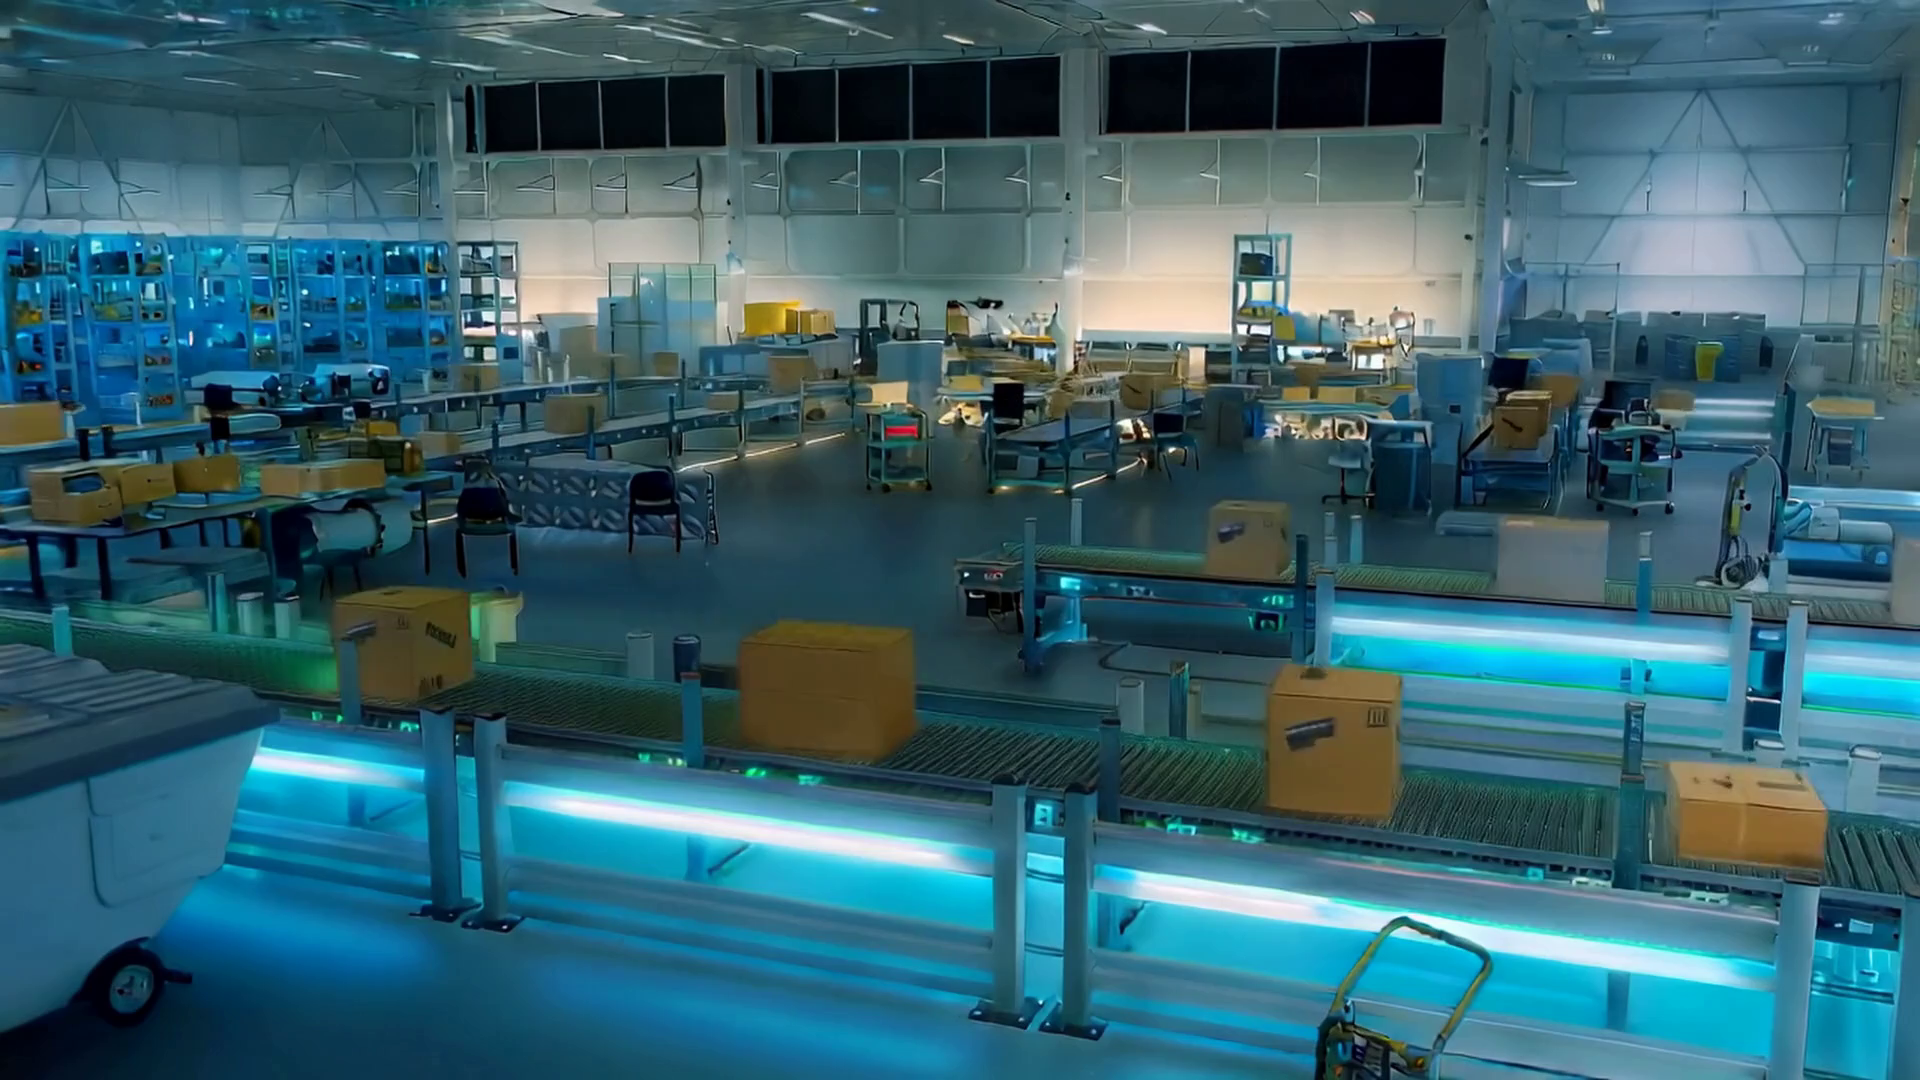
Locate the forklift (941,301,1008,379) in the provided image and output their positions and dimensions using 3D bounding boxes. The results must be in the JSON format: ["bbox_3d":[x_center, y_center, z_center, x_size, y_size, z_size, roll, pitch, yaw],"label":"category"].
[{"bbox_3d":[0.365,-4.966,41.571,1.157,1.987,2.680,3,10,20],"label":"forklift"}]

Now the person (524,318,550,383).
[{"bbox_3d":[-10.089,-4.395,39.692,0.614,1.779,0.931,-3,10,-15],"label":"person"}]

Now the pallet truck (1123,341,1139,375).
[{"bbox_3d":[4.445,-4.380,41.279,0.680,1.201,1.601,4,10,22],"label":"pallet truck"}]

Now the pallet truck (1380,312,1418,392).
[{"bbox_3d":[10.207,-4.283,38.369,0.823,1.965,1.885,3,10,20],"label":"pallet truck"}]

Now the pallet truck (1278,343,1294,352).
[{"bbox_3d":[7.886,-4.163,39.743,0.653,1.274,1.630,4,10,22],"label":"pallet truck"}]

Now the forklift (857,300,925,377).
[{"bbox_3d":[-1.732,-5.109,42.468,1.157,1.987,2.680,4,10,22],"label":"forklift"}]

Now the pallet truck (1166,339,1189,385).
[{"bbox_3d":[5.418,-4.269,40.420,0.704,1.261,1.522,3,10,20],"label":"pallet truck"}]

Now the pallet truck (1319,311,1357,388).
[{"bbox_3d":[9.071,-4.419,39.190,0.823,1.965,1.885,5,10,26],"label":"pallet truck"}]
